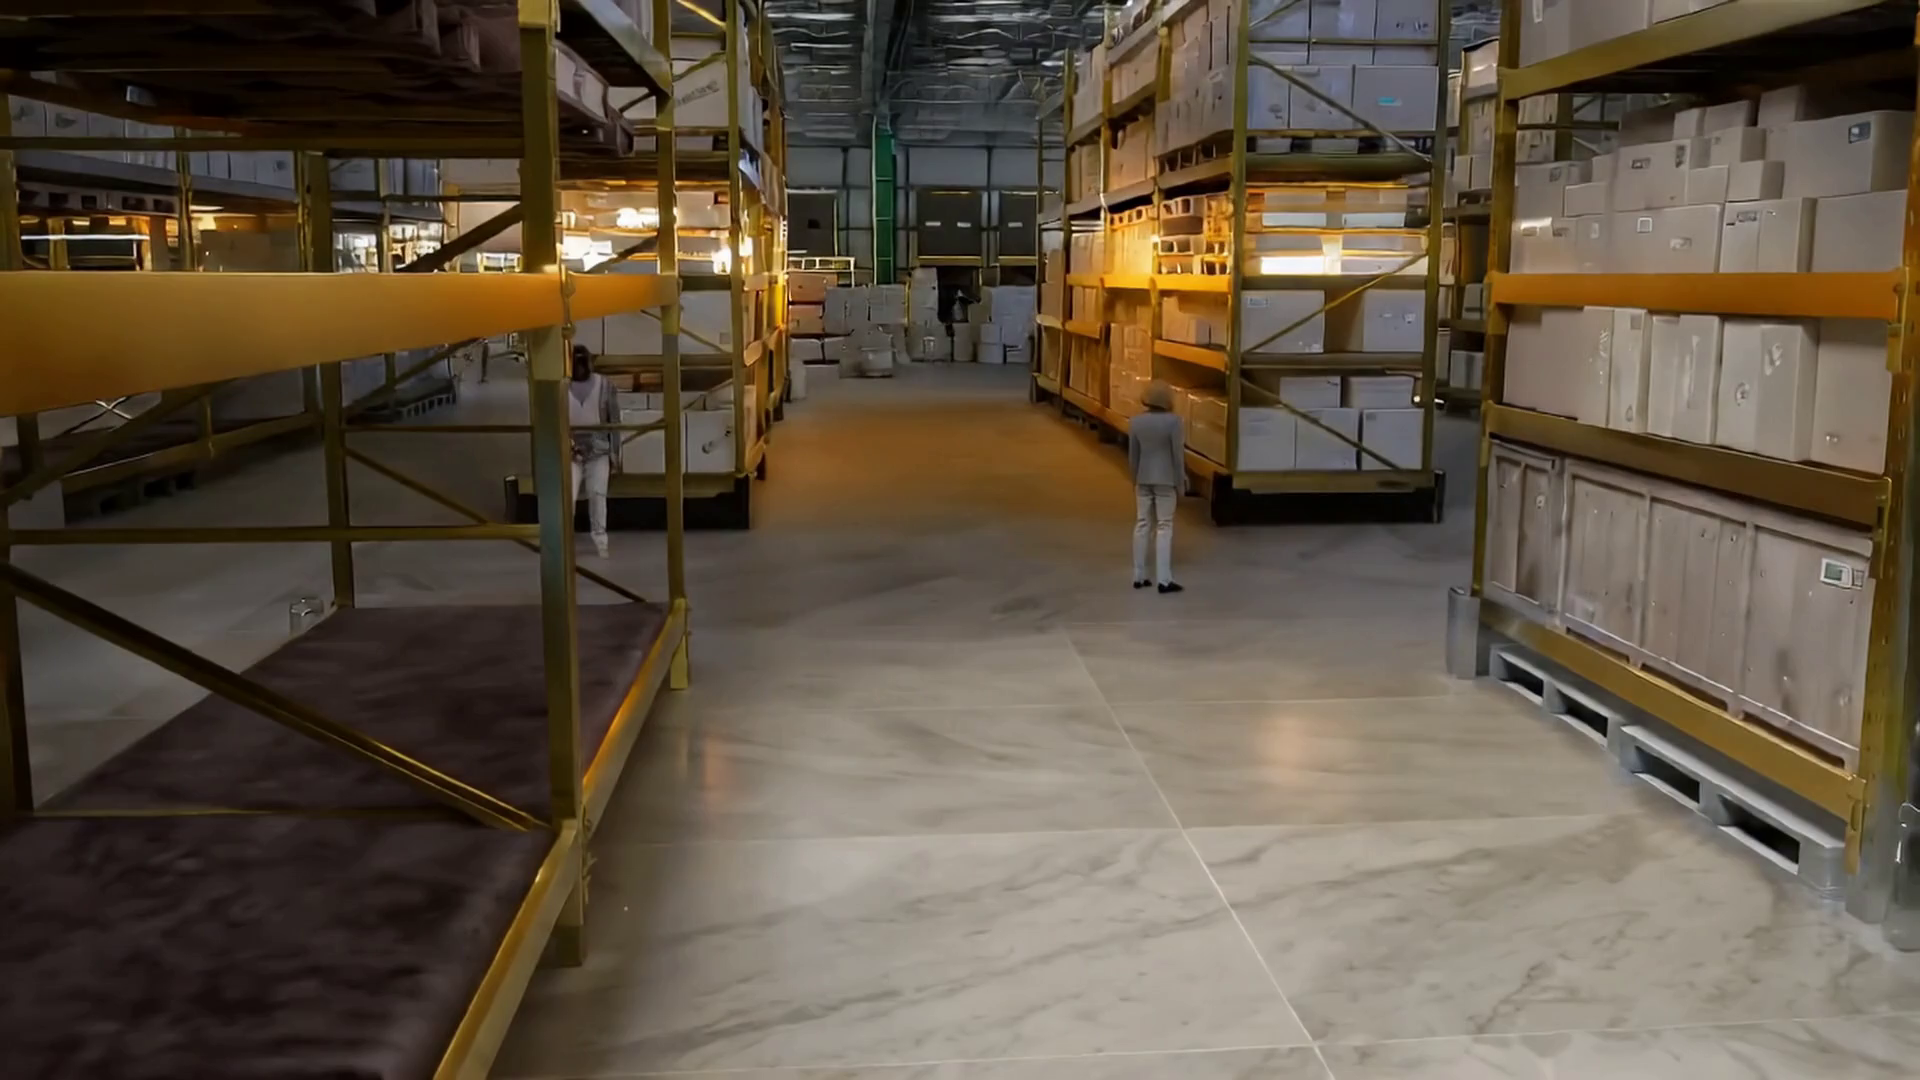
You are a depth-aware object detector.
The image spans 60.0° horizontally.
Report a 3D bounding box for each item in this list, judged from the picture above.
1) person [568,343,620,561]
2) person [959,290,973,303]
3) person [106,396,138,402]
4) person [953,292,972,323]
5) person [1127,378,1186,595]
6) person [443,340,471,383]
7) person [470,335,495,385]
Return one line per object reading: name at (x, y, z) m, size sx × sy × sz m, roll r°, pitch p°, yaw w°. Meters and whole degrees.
person at (-3.167, -0.726, 13.942) m, size 0.633 × 1.841 × 0.429 m, roll -3°, pitch 9°, yaw -15°
person at (0.172, -7.637, 57.200) m, size 0.708 × 1.899 × 0.617 m, roll 2°, pitch 9°, yaw 14°
person at (-16.122, -3.462, 31.718) m, size 0.863 × 1.651 × 0.542 m, roll 1°, pitch 9°, yaw 6°
person at (0.152, -6.472, 49.898) m, size 0.775 × 1.900 × 0.373 m, roll -3°, pitch 10°, yaw -20°
person at (1.492, -0.404, 12.571) m, size 0.508 × 1.632 × 0.271 m, roll 8°, pitch 12°, yaw 42°
person at (-11.118, -4.337, 36.711) m, size 0.620 × 1.831 × 1.007 m, roll -1°, pitch 9°, yaw -9°
person at (-10.508, -4.234, 36.709) m, size 0.499 × 1.600 × 0.794 m, roll 2°, pitch 9°, yaw 13°
